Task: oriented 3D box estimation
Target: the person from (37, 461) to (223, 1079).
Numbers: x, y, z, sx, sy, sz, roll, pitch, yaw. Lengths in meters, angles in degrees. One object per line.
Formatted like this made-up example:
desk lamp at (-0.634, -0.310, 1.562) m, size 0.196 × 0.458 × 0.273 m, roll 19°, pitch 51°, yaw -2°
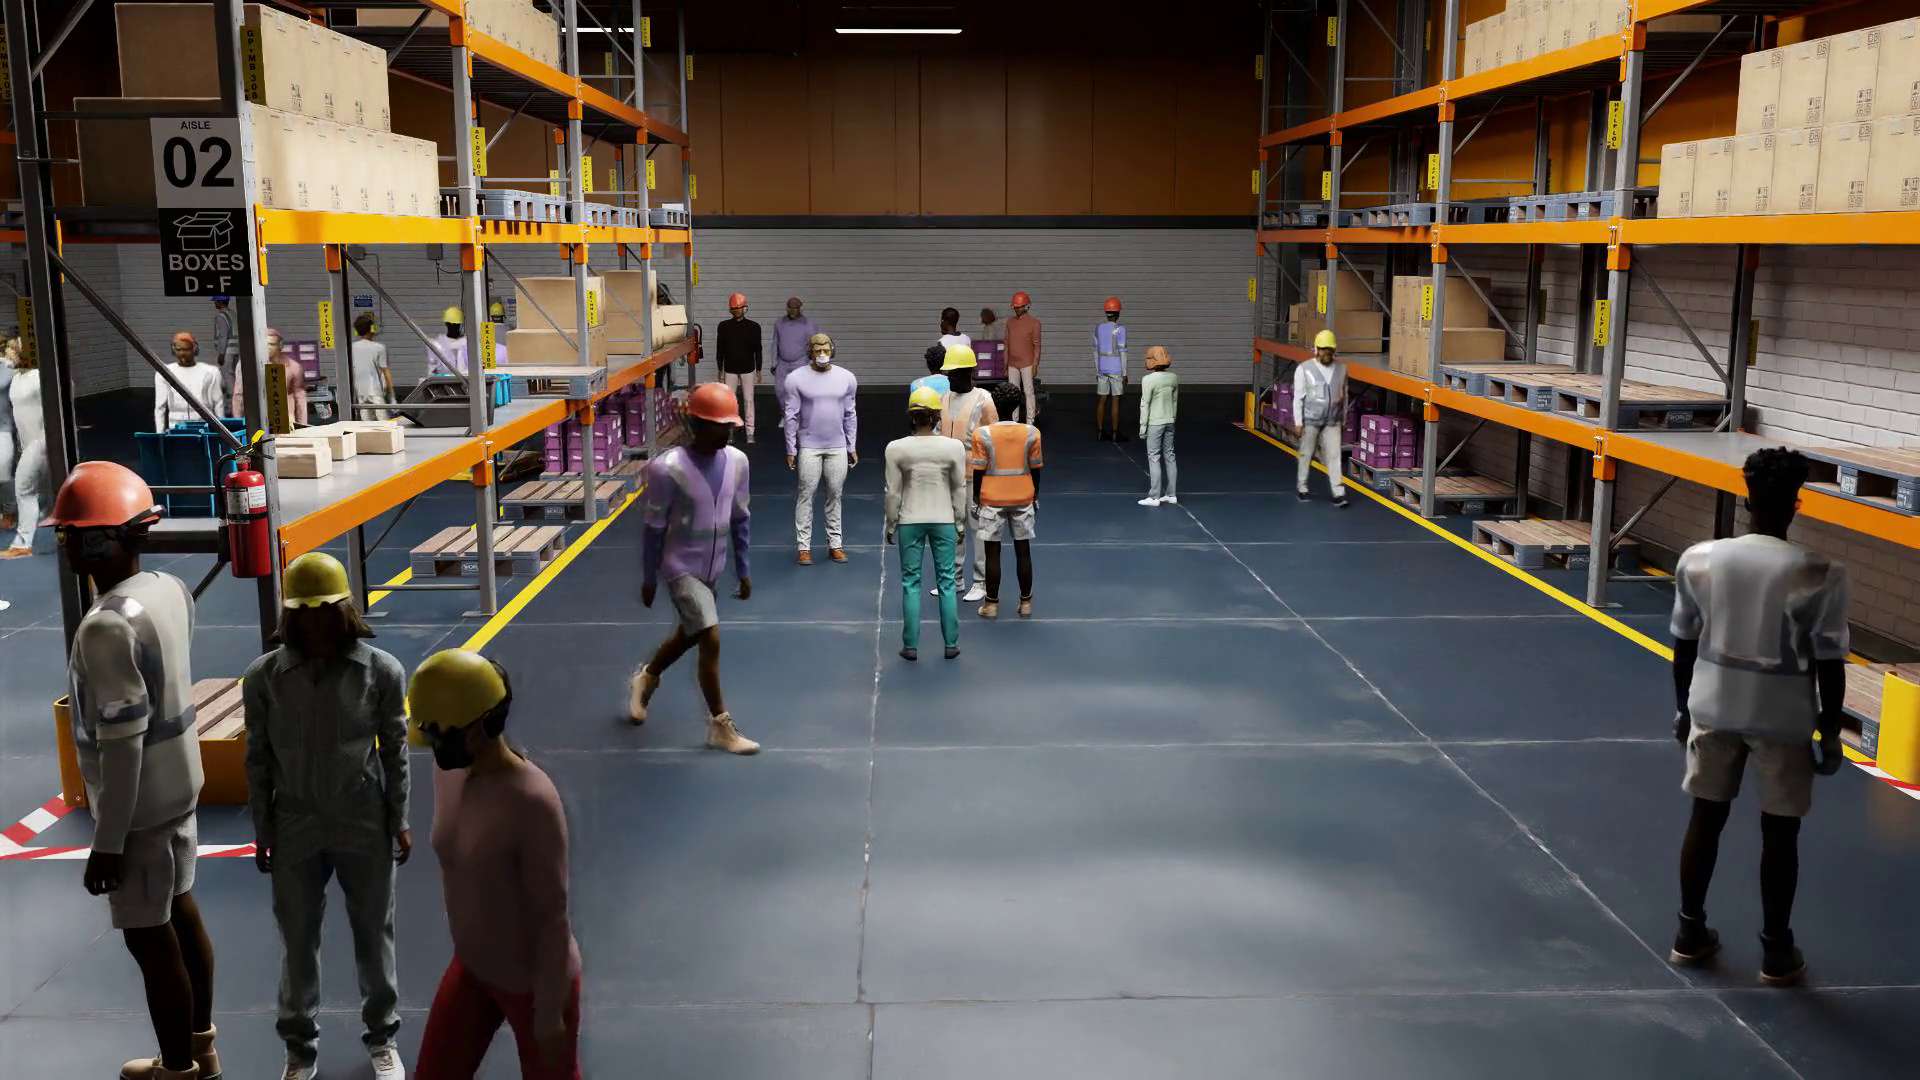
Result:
person at (-2.485, 0.779, 4.996) m, size 0.377 × 2.045 × 0.605 m, roll -2°, pitch 10°, yaw -9°

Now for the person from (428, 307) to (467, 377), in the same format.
person at (-5.936, -1.789, 19.657) m, size 0.596 × 1.910 × 0.474 m, roll -6°, pitch 12°, yaw -31°

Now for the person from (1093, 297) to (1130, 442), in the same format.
person at (2.040, -2.278, 22.310) m, size 0.552 × 1.942 × 0.342 m, roll 10°, pitch 14°, yaw 43°

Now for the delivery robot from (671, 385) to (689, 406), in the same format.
delivery robot at (-4.133, -2.044, 24.614) m, size 0.707 × 0.478 × 0.477 m, roll -5°, pitch 11°, yaw -24°

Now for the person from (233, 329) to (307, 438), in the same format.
person at (-6.695, -1.133, 16.222) m, size 0.630 × 1.862 × 0.986 m, roll -1°, pitch 10°, yaw -6°

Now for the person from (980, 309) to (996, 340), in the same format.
person at (0.393, -2.952, 27.023) m, size 0.839 × 1.582 × 0.524 m, roll -2°, pitch 10°, yaw -13°

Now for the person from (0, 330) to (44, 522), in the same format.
person at (-9.155, -1.089, 15.972) m, size 0.506 × 1.841 × 0.345 m, roll -3°, pitch 11°, yaw -16°

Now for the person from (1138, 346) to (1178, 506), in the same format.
person at (2.029, -1.164, 16.997) m, size 0.497 × 1.626 × 0.288 m, roll -9°, pitch 13°, yaw -40°

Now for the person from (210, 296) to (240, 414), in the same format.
person at (-11.439, -2.934, 25.950) m, size 0.401 × 1.945 × 0.614 m, roll -1°, pitch 10°, yaw -4°

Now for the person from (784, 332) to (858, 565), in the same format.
person at (-1.154, -0.760, 13.865) m, size 0.635 × 1.937 × 0.352 m, roll -4°, pitch 11°, yaw -20°

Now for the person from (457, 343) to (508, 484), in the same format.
person at (-5.299, -1.551, 18.541) m, size 0.570 × 1.840 × 0.372 m, roll -6°, pitch 12°, yaw -31°

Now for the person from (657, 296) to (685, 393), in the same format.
person at (-4.662, -2.959, 26.420) m, size 0.526 × 1.834 × 0.793 m, roll -4°, pitch 11°, yaw -19°

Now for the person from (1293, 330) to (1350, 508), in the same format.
person at (3.695, -1.230, 16.917) m, size 0.619 × 1.804 × 0.754 m, roll -2°, pitch 10°, yaw -9°

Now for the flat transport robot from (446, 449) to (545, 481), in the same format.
flat transport robot at (-5.292, -0.867, 19.103) m, size 0.652 × 0.197 × 1.431 m, roll 1°, pitch 10°, yaw 8°

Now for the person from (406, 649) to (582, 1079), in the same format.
person at (-1.150, 1.095, 4.147) m, size 0.580 × 1.714 × 0.617 m, roll 8°, pitch 13°, yaw 39°

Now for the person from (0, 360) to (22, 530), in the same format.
person at (-8.821, -0.961, 15.092) m, size 0.650 × 1.918 × 0.685 m, roll -6°, pitch 12°, yaw -30°

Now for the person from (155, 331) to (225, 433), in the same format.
person at (-7.258, -1.047, 15.716) m, size 0.590 × 1.859 × 0.890 m, roll -3°, pitch 11°, yaw -16°

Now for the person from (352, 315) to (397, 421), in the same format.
person at (-6.672, -1.608, 18.915) m, size 0.622 × 1.847 × 0.309 m, roll 1°, pitch 10°, yaw 6°

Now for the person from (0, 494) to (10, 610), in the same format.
person at (-7.233, -0.400, 11.952) m, size 0.652 × 1.906 × 0.403 m, roll -2°, pitch 10°, yaw -9°

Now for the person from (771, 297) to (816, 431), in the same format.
person at (-2.383, -2.505, 23.703) m, size 0.693 × 1.897 × 0.451 m, roll 3°, pitch 11°, yaw 16°

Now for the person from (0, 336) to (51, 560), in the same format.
person at (-7.878, -0.816, 14.338) m, size 0.637 × 1.895 × 0.973 m, roll 9°, pitch 13°, yaw 41°

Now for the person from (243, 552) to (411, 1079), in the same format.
person at (-1.961, 0.894, 5.191) m, size 0.483 × 1.745 × 0.302 m, roll -3°, pitch 11°, yaw -16°

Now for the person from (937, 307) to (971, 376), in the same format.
person at (-0.077, -1.748, 19.422) m, size 0.392 × 1.920 × 0.587 m, roll 6°, pitch 12°, yaw 31°

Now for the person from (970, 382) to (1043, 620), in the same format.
person at (0.326, -0.275, 11.835) m, size 0.541 × 1.696 × 0.315 m, roll -3°, pitch 11°, yaw -15°

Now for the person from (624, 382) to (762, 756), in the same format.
person at (-1.480, 0.121, 8.918) m, size 1.028 × 1.979 × 0.625 m, roll 8°, pitch 13°, yaw 38°

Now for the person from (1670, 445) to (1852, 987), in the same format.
person at (2.886, 0.632, 6.048) m, size 0.374 × 1.960 × 0.611 m, roll -10°, pitch 14°, yaw -44°

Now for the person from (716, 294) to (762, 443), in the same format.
person at (-2.941, -2.275, 22.144) m, size 0.609 × 1.996 × 0.383 m, roll 0°, pitch 10°, yaw 1°

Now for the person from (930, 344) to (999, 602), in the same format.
person at (0.022, -0.499, 12.444) m, size 0.594 × 1.924 × 0.382 m, roll 9°, pitch 14°, yaw 41°

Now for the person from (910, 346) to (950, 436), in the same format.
person at (-0.224, -1.013, 15.995) m, size 0.547 × 1.690 × 0.322 m, roll -2°, pitch 10°, yaw -9°

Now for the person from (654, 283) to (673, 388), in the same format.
person at (-4.700, -3.052, 26.348) m, size 0.535 × 2.000 × 0.695 m, roll 2°, pitch 10°, yaw 11°

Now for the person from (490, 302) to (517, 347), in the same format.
person at (-6.460, -2.420, 23.400) m, size 0.590 × 1.837 × 0.403 m, roll -2°, pitch 10°, yaw -13°

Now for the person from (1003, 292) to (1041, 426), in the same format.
person at (0.846, -2.463, 23.206) m, size 0.609 × 1.991 × 0.384 m, roll 8°, pitch 13°, yaw 37°

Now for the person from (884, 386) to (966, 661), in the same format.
person at (-0.223, -0.101, 10.685) m, size 0.526 × 1.765 × 0.329 m, roll -1°, pitch 10°, yaw -4°
